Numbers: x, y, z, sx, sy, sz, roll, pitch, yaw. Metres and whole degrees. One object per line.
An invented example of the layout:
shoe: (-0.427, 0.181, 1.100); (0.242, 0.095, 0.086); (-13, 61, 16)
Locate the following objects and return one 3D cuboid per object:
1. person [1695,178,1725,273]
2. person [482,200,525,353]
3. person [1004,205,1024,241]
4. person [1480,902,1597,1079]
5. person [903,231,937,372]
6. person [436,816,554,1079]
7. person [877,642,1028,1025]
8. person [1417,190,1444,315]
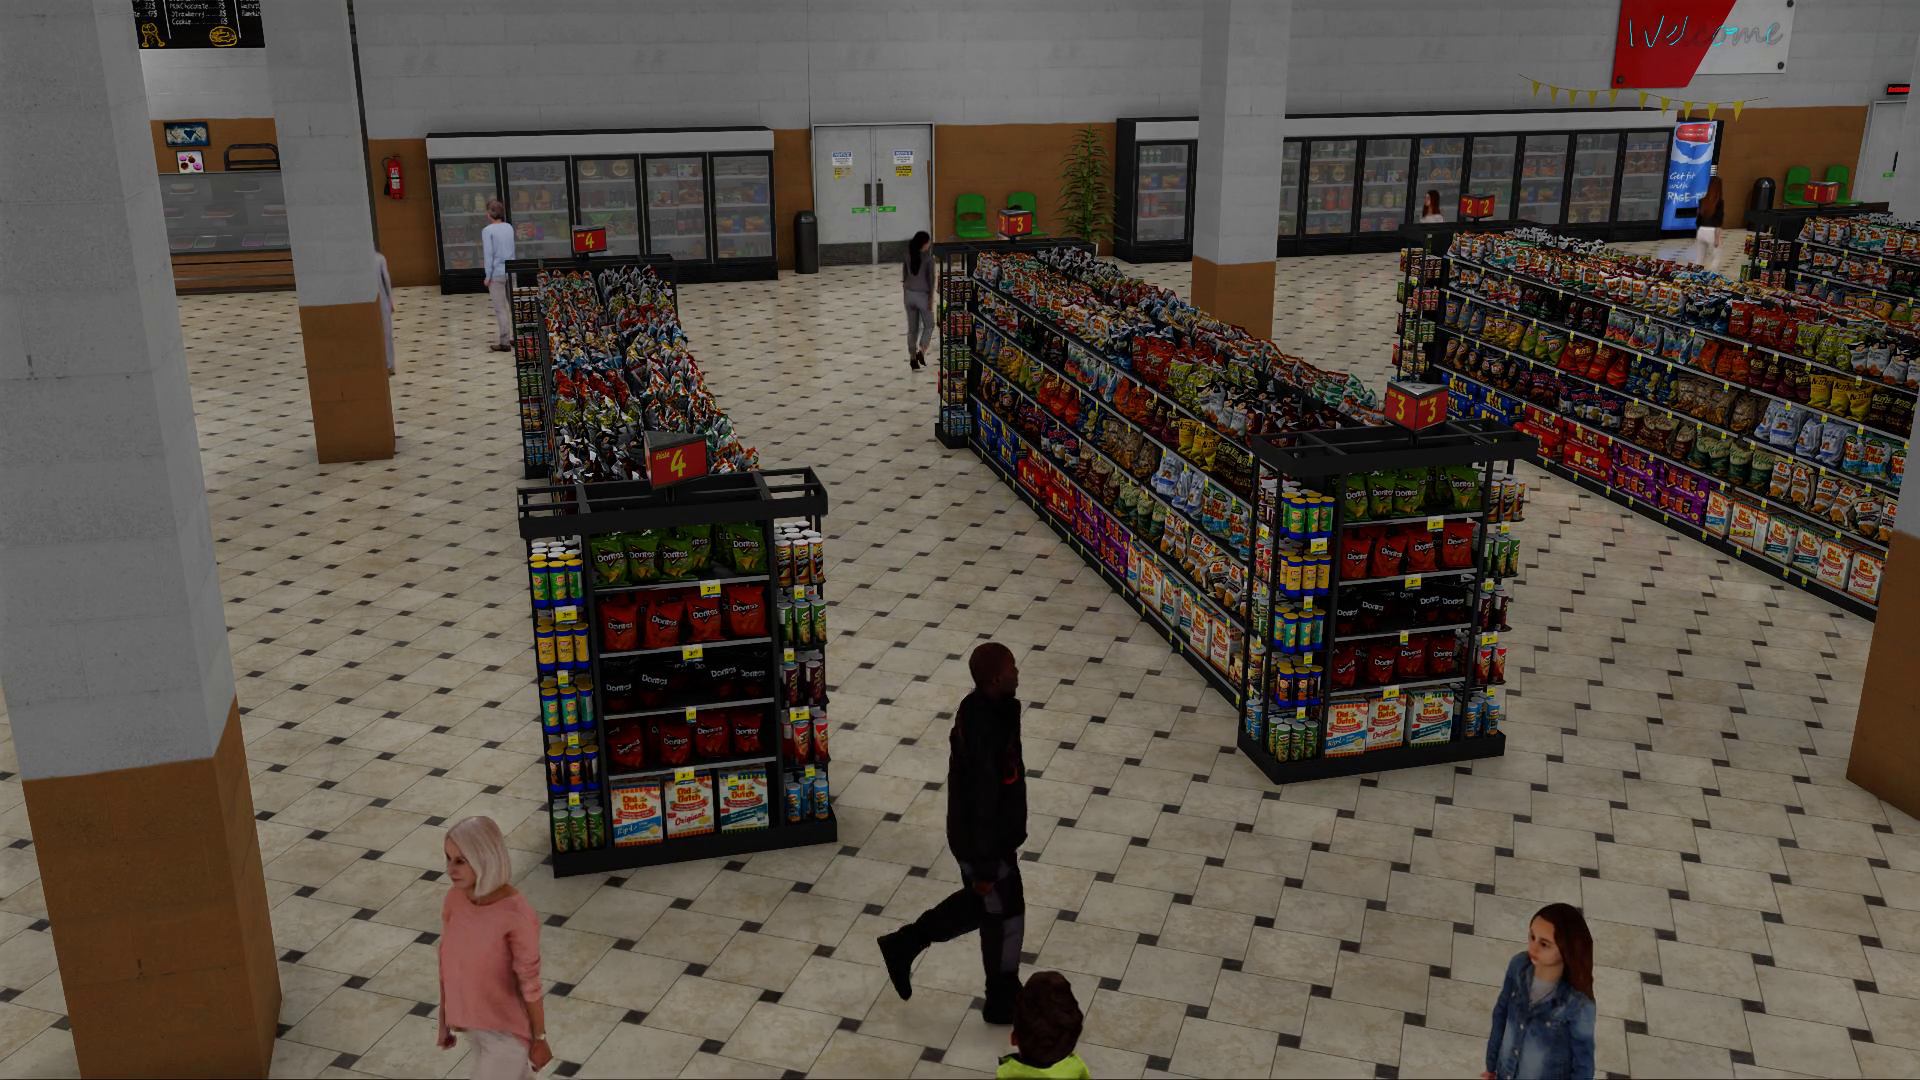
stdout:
person: (11.148, -4.540, 24.880); (0.727, 1.696, 0.615); (-10, 21, -28)
person: (-5.785, -3.348, 21.038); (0.793, 1.893, 0.752); (12, 22, 33)
person: (0.614, -3.295, 21.031); (0.952, 1.796, 1.120); (1, 19, 3)
person: (2.069, 1.959, 5.952); (0.673, 1.476, 0.503); (-10, 21, -26)
person: (-0.534, -2.825, 19.845); (0.739, 1.664, 0.775); (8, 20, 22)
person: (-1.650, 1.776, 6.169); (1.141, 1.683, 1.148); (13, 22, 33)
person: (0.009, 1.317, 7.359); (0.953, 1.793, 1.074); (1, 19, 2)
person: (6.672, -4.053, 23.401); (0.745, 1.719, 0.729); (-11, 21, -28)
